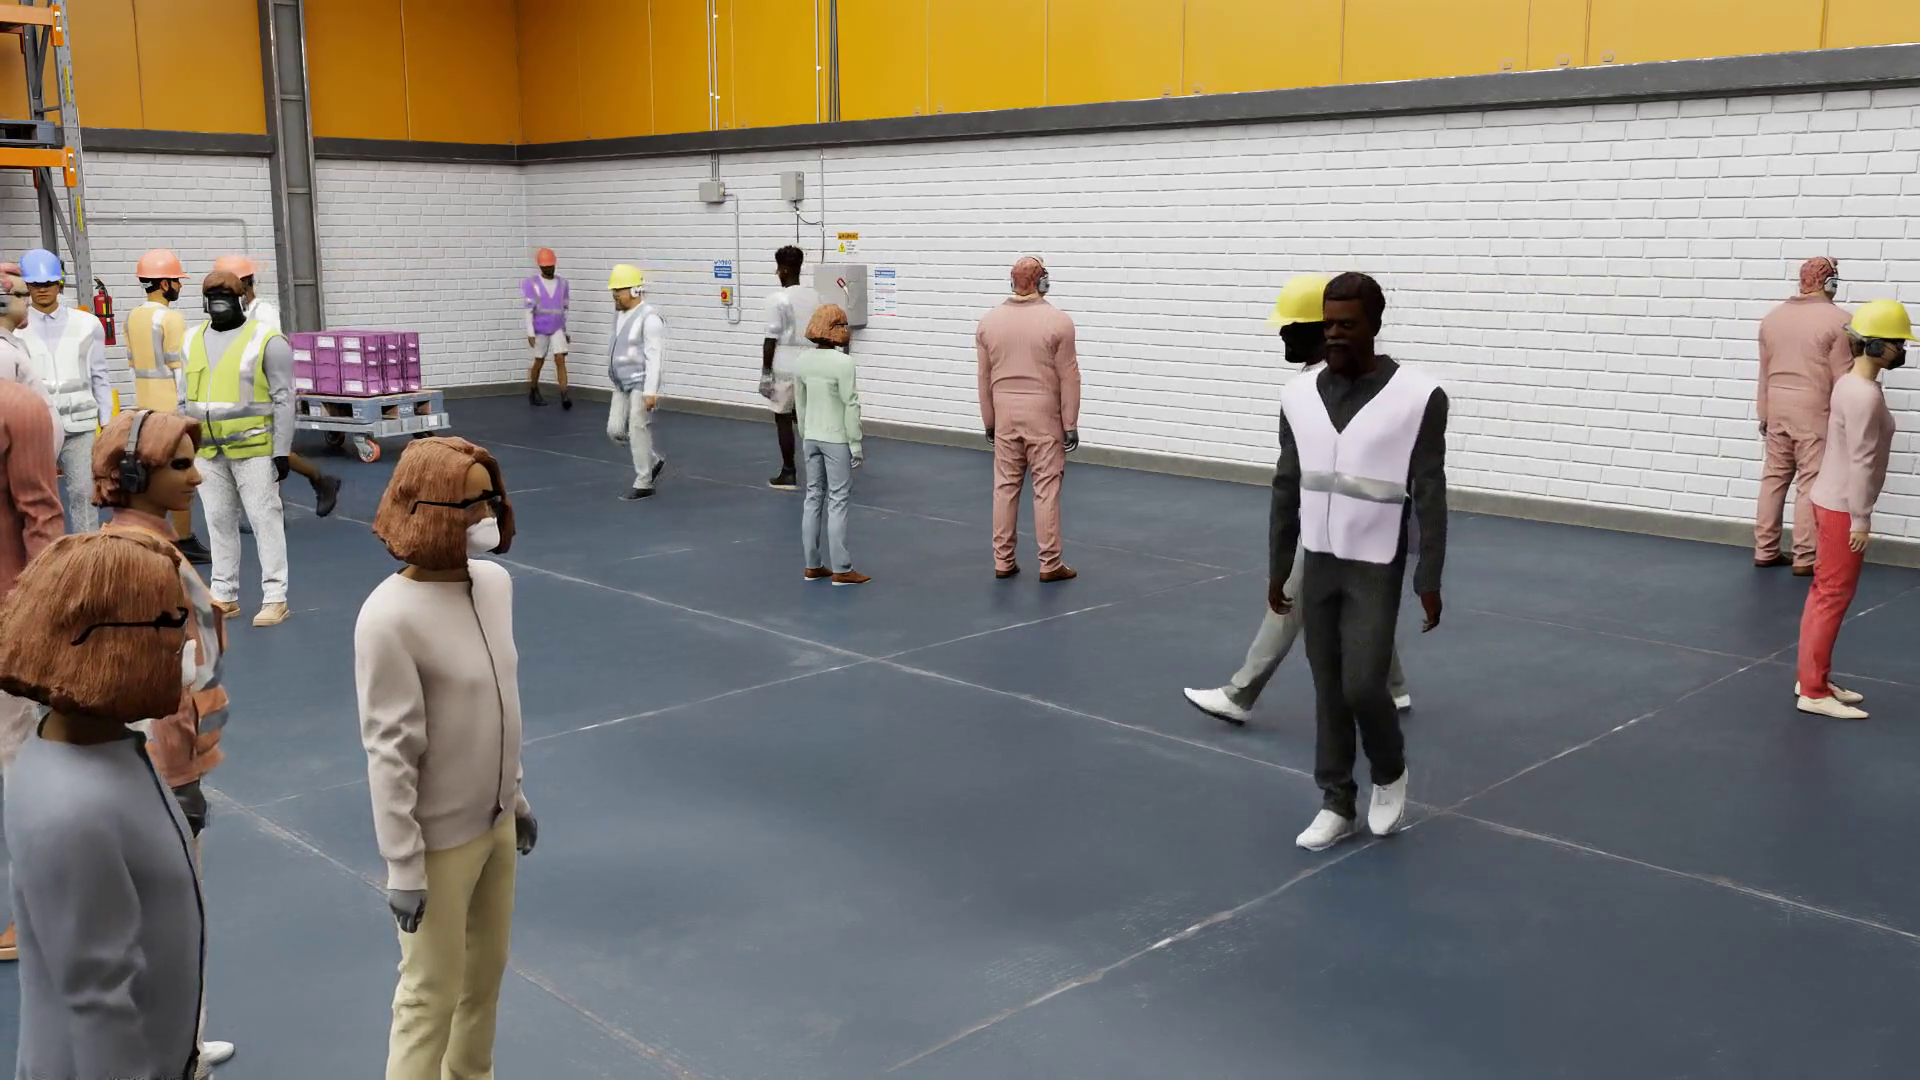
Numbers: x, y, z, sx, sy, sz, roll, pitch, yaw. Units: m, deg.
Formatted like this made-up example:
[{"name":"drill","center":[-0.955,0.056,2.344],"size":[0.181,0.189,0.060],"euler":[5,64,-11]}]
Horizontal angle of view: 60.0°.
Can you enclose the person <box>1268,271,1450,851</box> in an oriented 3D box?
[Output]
[{"name":"person","center":[1.284,0.084,5.450],"size":[0.625,1.905,0.444],"euler":[10,14,43]}]

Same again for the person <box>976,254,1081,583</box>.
[{"name":"person","center":[0.419,-0.705,9.743],"size":[0.641,1.913,0.407],"euler":[5,12,27]}]

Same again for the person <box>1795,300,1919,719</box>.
[{"name":"person","center":[3.777,-0.127,7.015],"size":[0.346,1.756,0.519],"euler":[4,11,20]}]

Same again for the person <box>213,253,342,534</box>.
[{"name":"person","center":[-4.705,-1.002,11.381],"size":[0.676,1.903,0.605],"euler":[-10,14,-42]}]

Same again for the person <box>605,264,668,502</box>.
[{"name":"person","center":[-2.464,-1.193,12.671],"size":[0.459,1.807,0.617],"euler":[-10,14,-43]}]

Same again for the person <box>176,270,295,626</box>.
[{"name":"person","center":[-3.770,-0.469,8.636],"size":[0.633,1.846,0.429],"euler":[2,11,8]}]

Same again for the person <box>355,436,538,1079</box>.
[{"name":"person","center":[-1.017,0.600,3.383],"size":[0.269,1.632,0.509],"euler":[2,11,12]}]

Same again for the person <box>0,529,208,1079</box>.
[{"name":"person","center":[-1.167,0.791,2.359],"size":[0.288,1.632,0.508],"euler":[-4,11,-20]}]

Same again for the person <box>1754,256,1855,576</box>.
[{"name":"person","center":[5.069,-0.738,9.959],"size":[0.401,1.904,0.646],"euler":[-4,11,-20]}]

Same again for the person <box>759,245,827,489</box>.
[{"name":"person","center":[-1.294,-1.355,13.170],"size":[0.529,1.948,0.617],"euler":[9,13,39]}]

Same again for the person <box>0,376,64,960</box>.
[{"name":"person","center":[-2.806,0.196,4.626],"size":[0.608,1.987,0.391],"euler":[1,10,3]}]

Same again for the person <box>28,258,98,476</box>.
[{"name":"person","center":[-7.568,-1.469,14.108],"size":[0.560,1.833,0.886],"euler":[2,11,13]}]

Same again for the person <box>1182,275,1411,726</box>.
[{"name":"person","center":[1.432,-0.141,6.823],"size":[1.063,1.852,0.633],"euler":[0,10,0]}]

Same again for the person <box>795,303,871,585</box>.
[{"name":"person","center":[-0.752,-0.554,9.676],"size":[0.498,1.634,0.281],"euler":[10,14,42]}]

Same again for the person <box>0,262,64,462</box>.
[{"name":"person","center":[-4.153,-0.258,7.321],"size":[0.407,1.905,0.655],"euler":[-7,13,-35]}]

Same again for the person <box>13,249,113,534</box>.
[{"name":"person","center":[-5.060,-0.643,9.304],"size":[0.610,1.946,0.405],"euler":[-8,13,-36]}]

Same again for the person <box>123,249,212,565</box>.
[{"name":"person","center":[-4.847,-0.805,10.214],"size":[0.544,1.939,0.354],"euler":[6,12,31]}]

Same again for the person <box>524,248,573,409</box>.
[{"name":"person","center":[-4.819,-2.469,19.467],"size":[0.590,1.877,1.020],"euler":[-7,12,-32]}]

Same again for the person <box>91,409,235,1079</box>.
[{"name":"person","center":[-1.834,0.518,3.822],"size":[0.314,1.636,0.516],"euler":[-7,12,-33]}]
